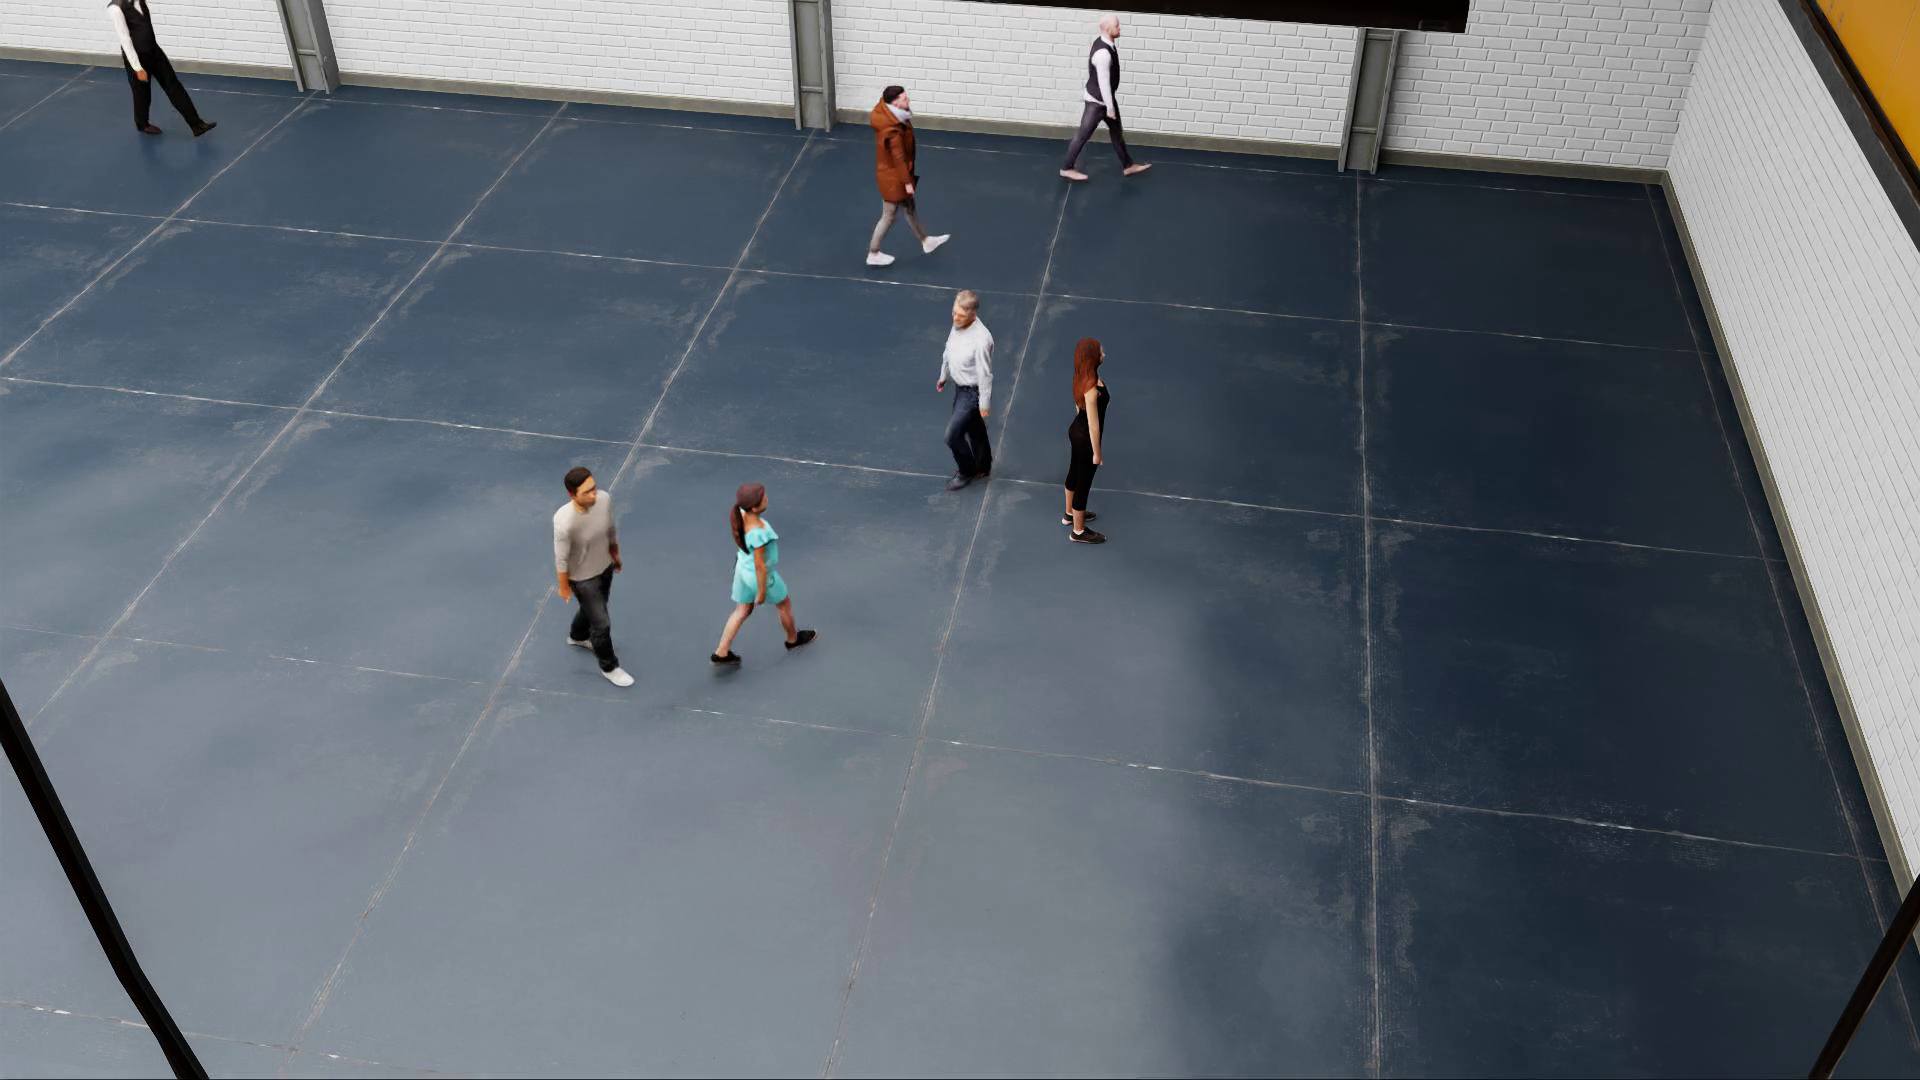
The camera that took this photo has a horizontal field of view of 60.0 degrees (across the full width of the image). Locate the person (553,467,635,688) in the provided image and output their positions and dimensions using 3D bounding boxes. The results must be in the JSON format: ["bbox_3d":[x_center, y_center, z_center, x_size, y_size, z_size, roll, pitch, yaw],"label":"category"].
[{"bbox_3d":[-2.560,0.173,11.247,1.007,1.787,0.833,19,42,22],"label":"person"}]

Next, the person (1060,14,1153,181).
[{"bbox_3d":[1.356,-4.501,17.110,1.192,1.774,0.739,4,39,5],"label":"person"}]

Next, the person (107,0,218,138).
[{"bbox_3d":[-8.867,-5.201,17.913,1.289,1.866,0.825,11,40,13],"label":"person"}]

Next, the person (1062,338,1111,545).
[{"bbox_3d":[0.934,-0.762,12.466,0.610,1.726,0.625,-6,39,-8],"label":"person"}]

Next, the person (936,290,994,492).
[{"bbox_3d":[0.162,-1.192,12.947,0.849,1.798,0.819,-9,40,-12],"label":"person"}]

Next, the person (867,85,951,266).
[{"bbox_3d":[-0.706,-3.391,15.707,1.189,1.791,0.960,-7,39,-9],"label":"person"}]

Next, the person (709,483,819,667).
[{"bbox_3d":[-1.455,0.259,11.345,1.071,1.530,1.011,-23,44,-26],"label":"person"}]
